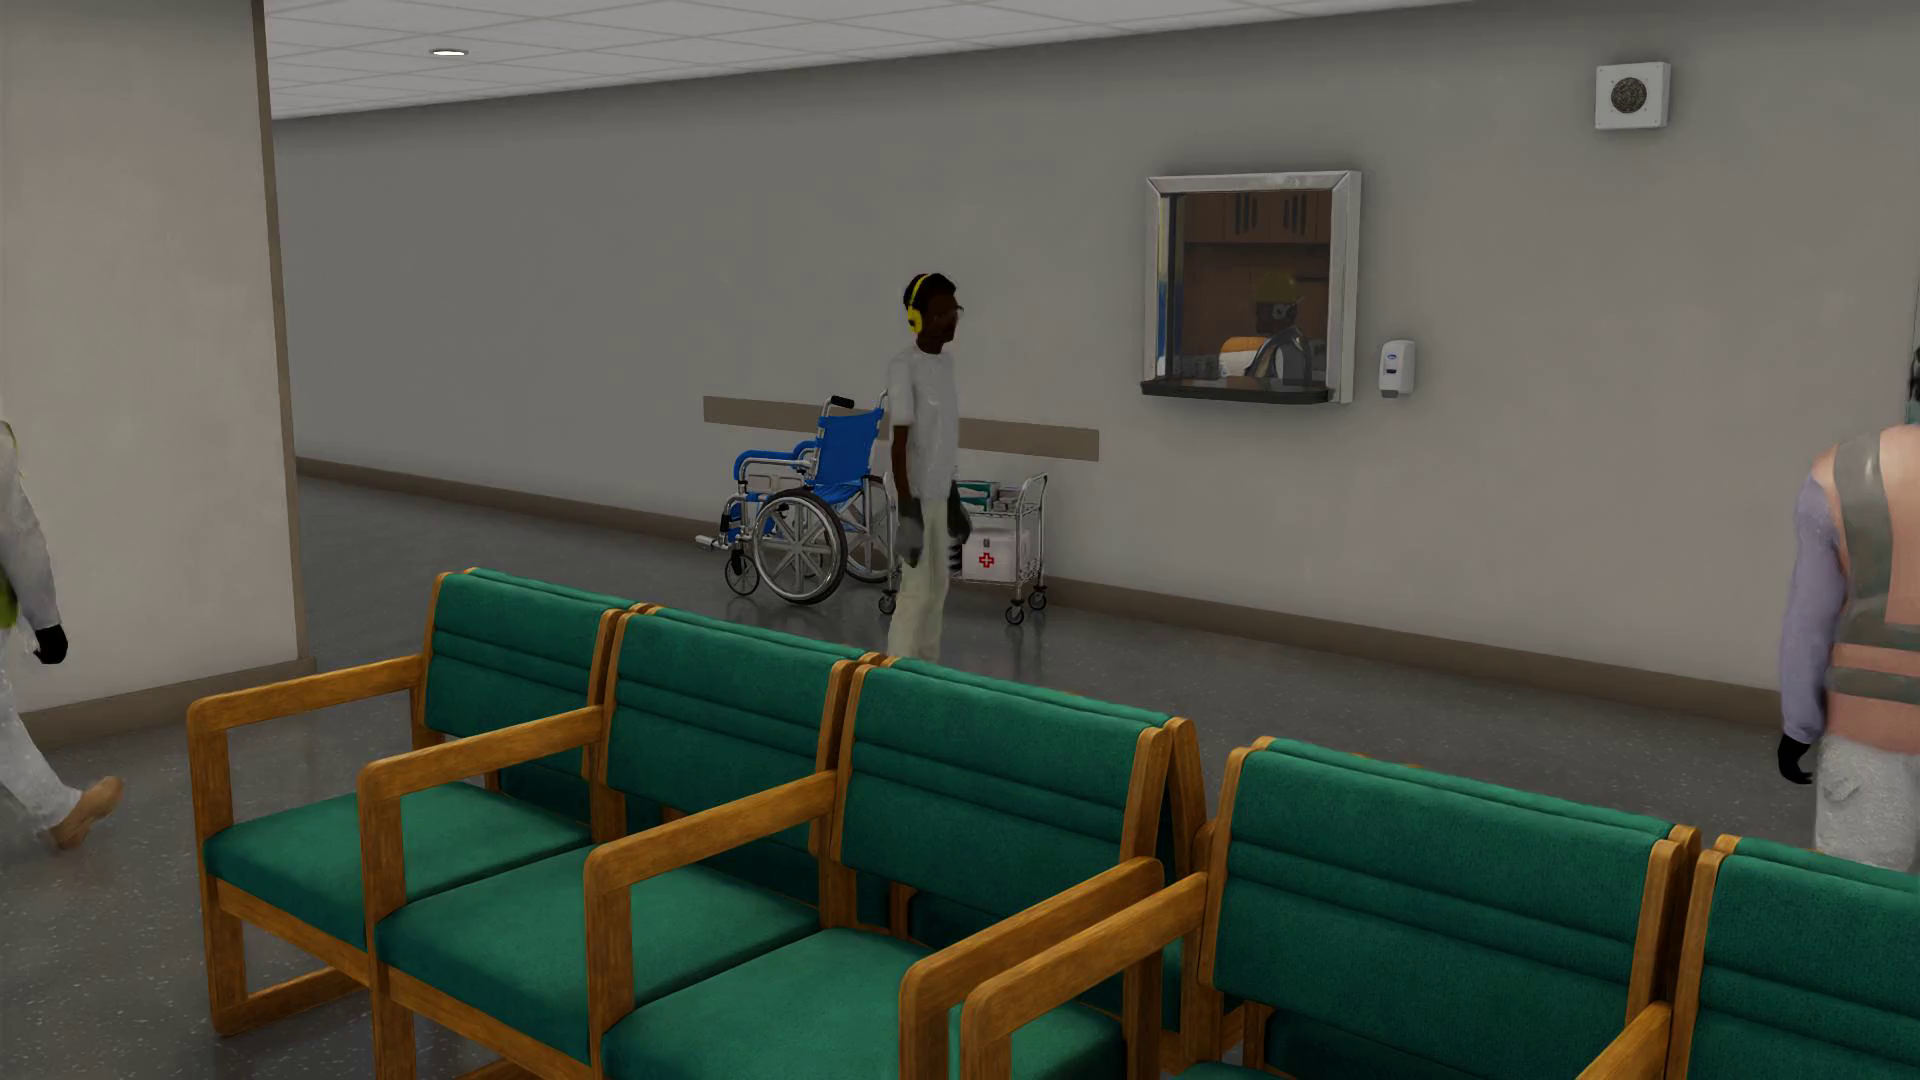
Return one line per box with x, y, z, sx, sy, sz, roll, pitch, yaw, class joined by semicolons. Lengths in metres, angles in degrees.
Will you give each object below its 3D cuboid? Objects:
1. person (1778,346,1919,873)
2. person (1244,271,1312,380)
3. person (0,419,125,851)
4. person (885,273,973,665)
2.120;0.417;3.616;0.633;1.839;0.429;4;11;23;person
1.709;-0.543;9.093;0.404;1.833;0.589;1;10;4;person
-2.967;0.192;5.011;0.654;1.790;0.972;5;11;24;person
-0.119;-0.157;6.862;0.332;1.856;0.615;4;11;22;person
